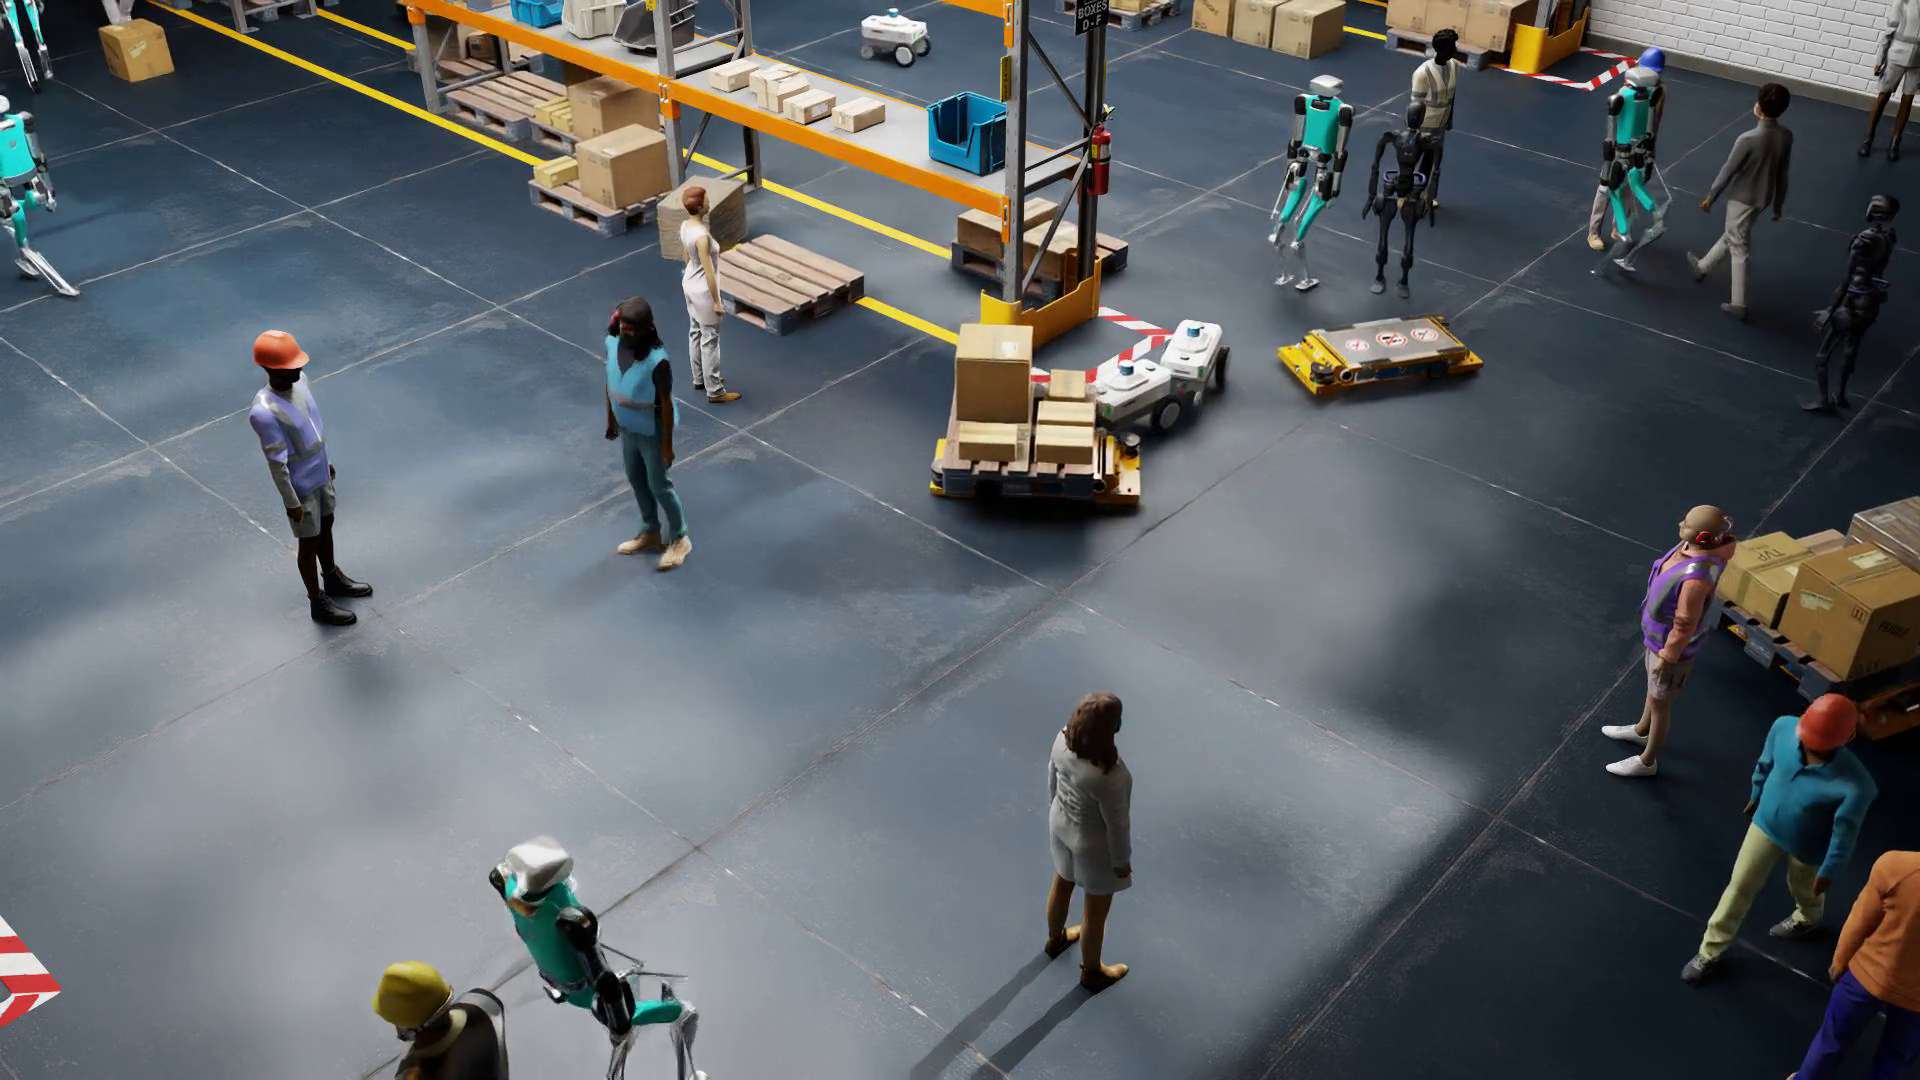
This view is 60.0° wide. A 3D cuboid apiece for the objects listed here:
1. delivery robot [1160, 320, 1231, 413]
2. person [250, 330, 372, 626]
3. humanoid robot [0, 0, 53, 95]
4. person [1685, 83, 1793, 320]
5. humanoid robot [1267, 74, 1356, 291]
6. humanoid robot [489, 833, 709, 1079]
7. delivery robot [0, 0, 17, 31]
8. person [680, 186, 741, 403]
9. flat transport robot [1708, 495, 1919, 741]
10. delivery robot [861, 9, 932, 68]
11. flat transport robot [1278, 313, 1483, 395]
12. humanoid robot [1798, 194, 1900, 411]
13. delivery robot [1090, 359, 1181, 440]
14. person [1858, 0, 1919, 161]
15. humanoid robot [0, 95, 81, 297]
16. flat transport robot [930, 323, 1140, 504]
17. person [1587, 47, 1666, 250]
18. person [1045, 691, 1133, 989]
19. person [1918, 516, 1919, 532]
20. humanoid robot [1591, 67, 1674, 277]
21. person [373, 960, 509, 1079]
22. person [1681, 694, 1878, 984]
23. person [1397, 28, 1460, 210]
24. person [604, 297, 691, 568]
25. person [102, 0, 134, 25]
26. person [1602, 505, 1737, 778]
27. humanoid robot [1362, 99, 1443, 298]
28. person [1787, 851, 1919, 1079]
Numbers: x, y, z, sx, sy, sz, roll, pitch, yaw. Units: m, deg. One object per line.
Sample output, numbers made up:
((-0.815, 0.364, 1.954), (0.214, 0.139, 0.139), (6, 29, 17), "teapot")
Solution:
((1.742, -1.356, 12.530), (0.499, 0.603, 0.802), (11, 36, 16), "delivery robot")
((-3.872, -0.381, 9.895), (0.361, 1.935, 0.552), (3, 35, 4), "person")
((-10.060, -5.666, 17.761), (0.563, 1.791, 0.932), (-16, 38, -22), "humanoid robot")
((6.323, -2.786, 13.453), (0.558, 1.842, 1.006), (-9, 36, -13), "person")
((2.805, -2.884, 13.670), (0.530, 1.758, 0.685), (27, 43, 33), "humanoid robot")
((-1.417, 1.781, 6.963), (0.548, 1.791, 0.858), (24, 41, 30), "humanoid robot")
((-11.625, -6.411, 19.863), (0.499, 0.613, 0.802), (-11, 36, -16), "delivery robot")
((-1.863, -1.799, 12.188), (0.286, 1.662, 0.442), (-18, 39, -25), "person")
((5.132, 0.625, 9.904), (0.659, 0.231, 1.431), (-14, 37, -19), "flat transport robot")
((-0.732, -5.692, 18.805), (0.792, 0.595, 0.499), (14, 37, 20), "delivery robot")
((3.265, -1.447, 12.907), (1.431, 0.231, 0.659), (-10, 36, -14), "flat transport robot")
((6.460, -1.705, 12.036), (0.600, 1.654, 0.327), (-22, 40, -29), "humanoid robot")
((1.196, -1.024, 12.032), (0.777, 0.583, 0.499), (-27, 43, -33), "delivery robot")
((9.155, -4.634, 16.071), (0.546, 1.926, 0.388), (13, 37, 18), "person")
((-7.827, -2.838, 13.669), (1.038, 1.757, 0.542), (20, 39, 26), "humanoid robot")
((0.532, -0.526, 11.572), (1.431, 0.231, 0.659), (3, 35, 4), "flat transport robot")
((5.803, -3.378, 14.375), (0.462, 1.778, 0.311), (-7, 35, -11), "person")
((0.605, 1.355, 7.619), (0.335, 1.660, 0.499), (-23, 41, -29), "person")
((5.574, 0.084, 9.303), (0.333, 1.842, 0.514), (-13, 37, -18), "person")
((5.663, -2.963, 13.822), (0.530, 1.778, 0.811), (-17, 38, -23), "humanoid robot")
((-1.871, 2.233, 6.213), (0.403, 1.820, 0.594), (11, 36, 16), "person")
((3.866, 1.315, 7.651), (0.867, 1.695, 0.577), (-18, 39, -24), "person")
((4.252, -3.789, 15.045), (0.532, 1.693, 0.320), (-20, 39, -26), "person")
((-1.968, -0.679, 10.401), (0.581, 1.858, 0.405), (25, 42, 31), "person")
((-9.791, -6.655, 19.028), (0.435, 1.885, 0.660), (22, 40, 28), "person")
((3.752, 0.528, 8.789), (0.351, 1.692, 0.479), (9, 36, 13), "person")
((3.611, -2.795, 13.611), (0.590, 1.650, 0.332), (9, 36, 12), "humanoid robot")
((3.823, 1.765, 6.759), (0.510, 1.975, 0.406), (18, 39, 24), "person")
